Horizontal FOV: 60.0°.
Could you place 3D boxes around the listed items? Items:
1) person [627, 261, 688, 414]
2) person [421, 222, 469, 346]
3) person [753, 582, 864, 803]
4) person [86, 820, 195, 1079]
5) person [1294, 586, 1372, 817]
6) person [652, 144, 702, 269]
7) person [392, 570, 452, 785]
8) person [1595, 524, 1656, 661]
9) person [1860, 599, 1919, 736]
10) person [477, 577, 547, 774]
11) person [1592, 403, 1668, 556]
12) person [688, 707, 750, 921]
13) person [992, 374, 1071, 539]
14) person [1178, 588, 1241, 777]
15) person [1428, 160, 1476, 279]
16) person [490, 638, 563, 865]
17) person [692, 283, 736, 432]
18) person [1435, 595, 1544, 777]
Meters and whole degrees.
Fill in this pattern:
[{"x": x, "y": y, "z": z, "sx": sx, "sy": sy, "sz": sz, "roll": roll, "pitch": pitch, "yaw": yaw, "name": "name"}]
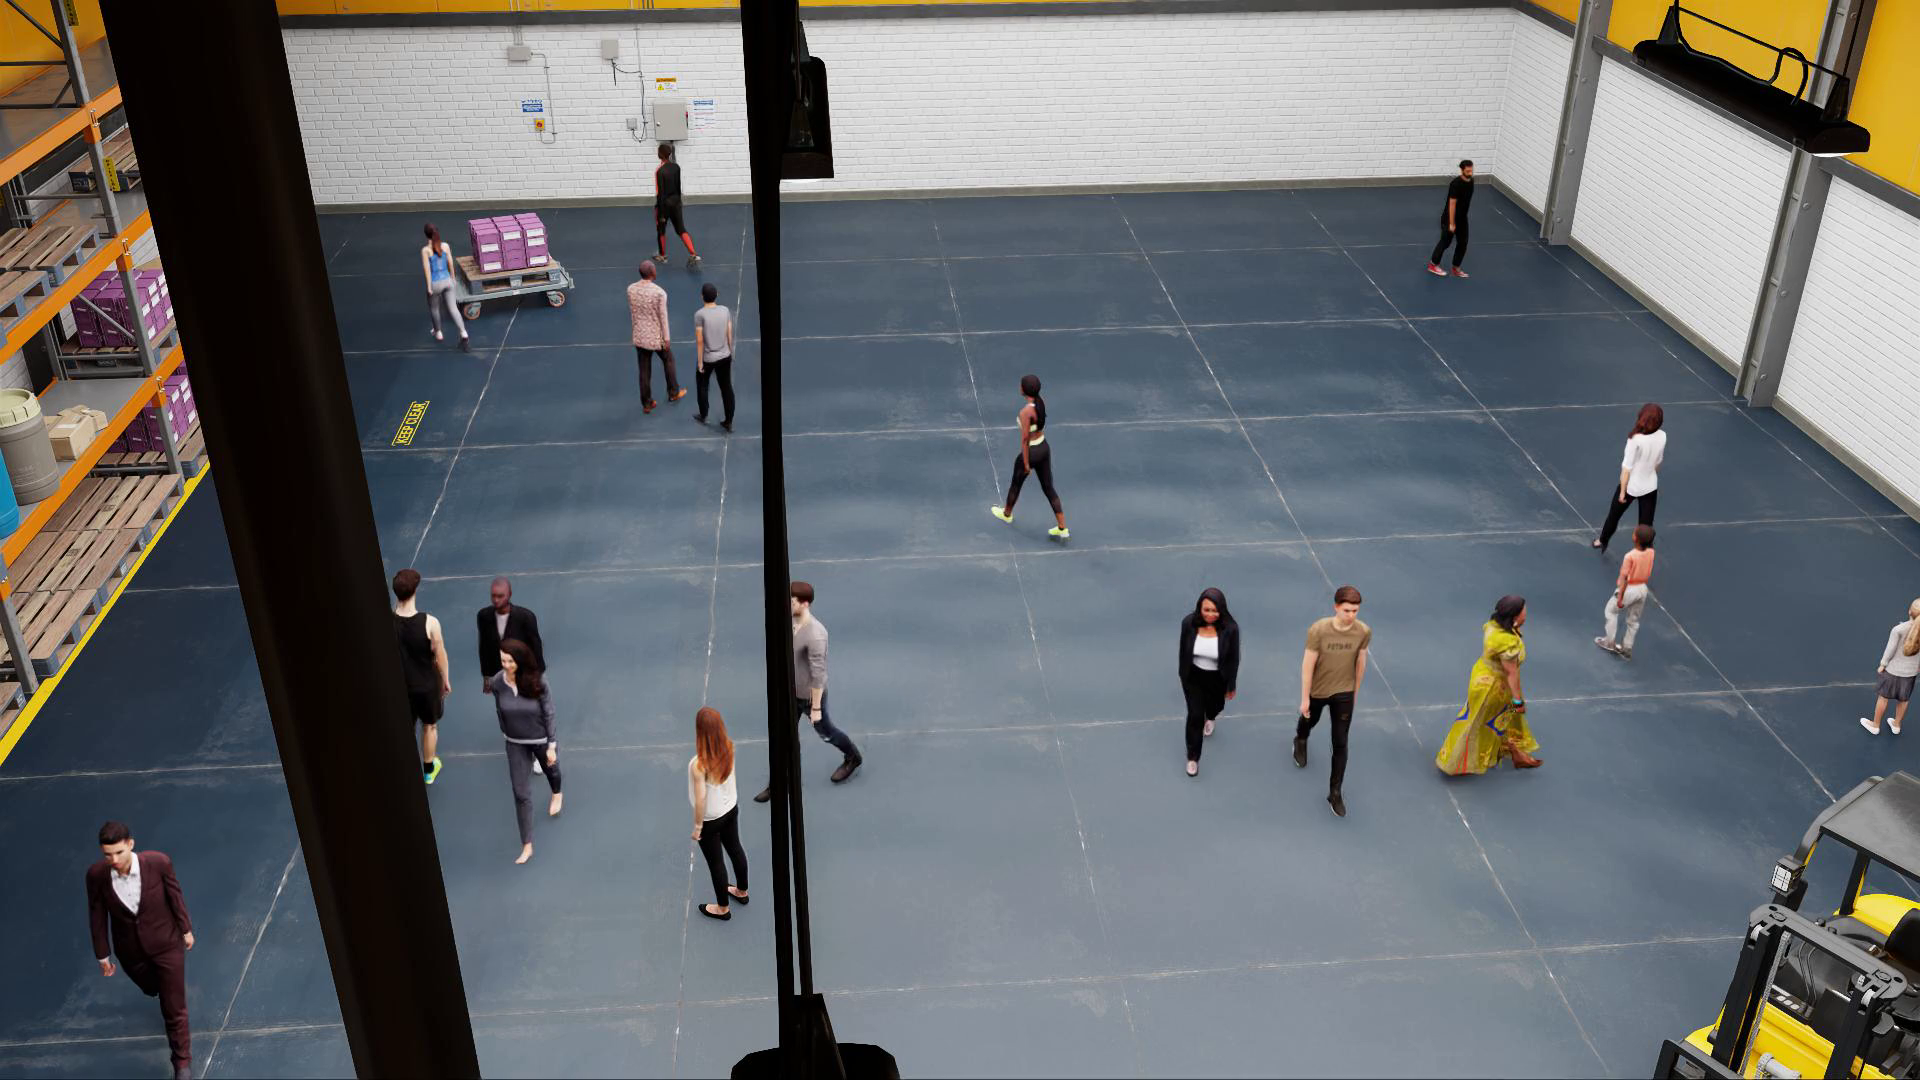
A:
[{"x": -3.632, "y": -2.331, "z": 19.313, "sx": 0.882, "sy": 1.790, "sz": 1.007, "roll": 7, "pitch": 29, "yaw": 13, "name": "person"}, {"x": -6.573, "y": -3.224, "z": 21.167, "sx": 0.984, "sy": 1.581, "sz": 1.109, "roll": -24, "pitch": 37, "yaw": -36, "name": "person"}, {"x": -1.100, "y": 1.155, "z": 12.839, "sx": 1.161, "sy": 1.870, "sz": 1.240, "roll": -19, "pitch": 34, "yaw": -31, "name": "person"}, {"x": -5.091, "y": 2.483, "z": 10.436, "sx": 0.873, "sy": 1.839, "sz": 1.272, "roll": -8, "pitch": 30, "yaw": -15, "name": "person"}, {"x": 2.842, "y": 1.132, "z": 12.942, "sx": 0.746, "sy": 1.811, "sz": 1.252, "roll": 0, "pitch": 29, "yaw": 0, "name": "person"}, {"x": -4.080, "y": -4.736, "z": 23.739, "sx": 1.211, "sy": 1.774, "sz": 1.136, "roll": 23, "pitch": 36, "yaw": 36, "name": "person"}, {"x": -4.217, "y": 1.145, "z": 12.850, "sx": 0.691, "sy": 1.877, "sz": 0.792, "roll": -6, "pitch": 29, "yaw": -12, "name": "person"}, {"x": 5.969, "y": 0.479, "z": 14.674, "sx": 0.509, "sy": 1.299, "sz": 0.590, "roll": -5, "pitch": 29, "yaw": -9, "name": "person"}, {"x": 7.753, "y": 1.034, "z": 13.681, "sx": 0.518, "sy": 1.276, "sz": 0.533, "roll": 0, "pitch": 29, "yaw": 0, "name": "person"}, {"x": -3.487, "y": 1.017, "z": 13.215, "sx": 0.742, "sy": 1.751, "sz": 0.767, "roll": 7, "pitch": 29, "yaw": 13, "name": "person"}, {"x": 6.505, "y": -0.399, "z": 15.823, "sx": 0.695, "sy": 1.740, "sz": 1.162, "roll": -5, "pitch": 29, "yaw": -10, "name": "person"}, {"x": -1.692, "y": 1.905, "z": 11.619, "sx": 0.718, "sy": 1.721, "sz": 0.633, "roll": 18, "pitch": 33, "yaw": 29, "name": "person"}, {"x": 0.817, "y": -0.793, "z": 16.582, "sx": 1.184, "sy": 1.704, "sz": 1.095, "roll": 23, "pitch": 36, "yaw": 36, "name": "person"}, {"x": 1.991, "y": 1.049, "z": 13.325, "sx": 0.777, "sy": 1.590, "sz": 1.105, "roll": 4, "pitch": 29, "yaw": 7, "name": "person"}, {"x": 6.928, "y": -4.547, "z": 23.448, "sx": 0.872, "sy": 1.720, "sz": 0.974, "roll": -25, "pitch": 38, "yaw": -38, "name": "person"}, {"x": -3.180, "y": 1.457, "z": 12.443, "sx": 0.638, "sy": 1.718, "sz": 1.142, "roll": -1, "pitch": 29, "yaw": -2, "name": "person"}, {"x": -2.743, "y": -2.037, "z": 18.831, "sx": 0.865, "sy": 1.734, "sz": 0.978, "roll": -18, "pitch": 33, "yaw": -30, "name": "person"}, {"x": 4.094, "y": 1.172, "z": 13.063, "sx": 1.001, "sy": 1.624, "sz": 1.122, "roll": 6, "pitch": 29, "yaw": 11, "name": "person"}]
